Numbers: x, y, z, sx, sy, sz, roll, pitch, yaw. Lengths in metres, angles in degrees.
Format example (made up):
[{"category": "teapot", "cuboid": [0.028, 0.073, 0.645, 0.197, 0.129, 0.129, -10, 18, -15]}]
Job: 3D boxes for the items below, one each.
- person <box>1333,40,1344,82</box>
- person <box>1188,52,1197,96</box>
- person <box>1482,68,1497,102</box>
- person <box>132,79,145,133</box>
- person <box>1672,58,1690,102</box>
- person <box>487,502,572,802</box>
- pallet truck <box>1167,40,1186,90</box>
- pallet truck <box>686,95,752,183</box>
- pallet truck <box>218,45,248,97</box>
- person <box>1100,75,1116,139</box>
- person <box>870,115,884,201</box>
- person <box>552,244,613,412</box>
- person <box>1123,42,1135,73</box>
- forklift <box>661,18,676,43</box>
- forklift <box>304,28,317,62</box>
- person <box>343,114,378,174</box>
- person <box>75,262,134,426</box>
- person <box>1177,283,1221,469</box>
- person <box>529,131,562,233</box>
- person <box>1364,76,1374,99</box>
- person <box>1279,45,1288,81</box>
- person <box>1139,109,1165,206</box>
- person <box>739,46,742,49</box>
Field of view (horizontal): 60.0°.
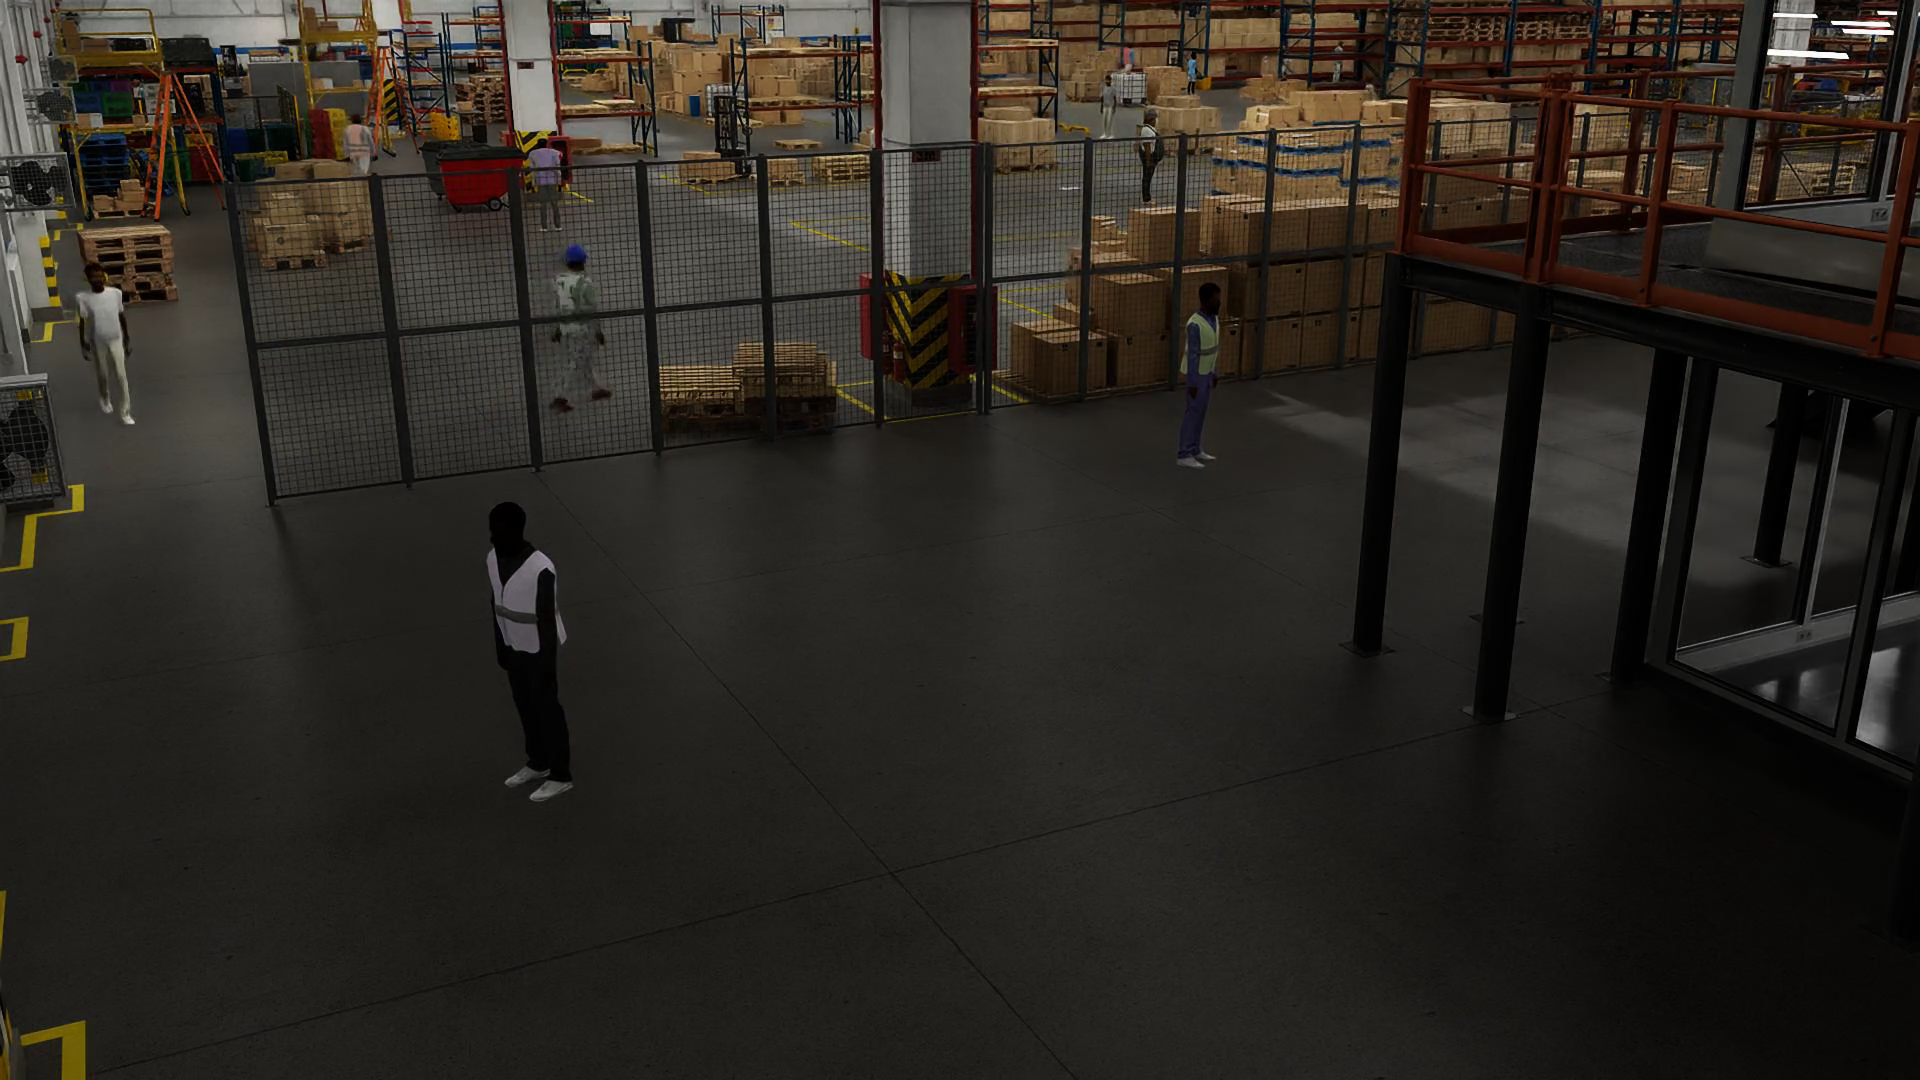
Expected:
[{"category": "person", "cuboid": [16.250, -20.446, 71.363, 0.353, 1.936, 0.635, -4, 19, -12]}, {"category": "person", "cuboid": [9.246, -18.497, 66.075, 0.319, 1.697, 0.532, -10, 21, -27]}, {"category": "person", "cuboid": [16.696, -13.943, 52.525, 0.632, 1.920, 0.567, -7, 20, -20]}, {"category": "person", "cuboid": [-25.374, -13.405, 51.418, 0.522, 1.631, 0.324, 6, 20, 17]}, {"category": "person", "cuboid": [27.305, -17.368, 62.855, 0.743, 1.656, 0.593, -10, 22, -28]}, {"category": "person", "cuboid": [-2.642, 0.665, 10.217, 0.585, 1.911, 0.390, 15, 24, 37]}, {"category": "pallet truck", "cuboid": [9.045, -19.971, 69.895, 0.823, 1.965, 1.885, -3, 19, -8]}, {"category": "pallet truck", "cuboid": [-5.836, -9.608, 39.856, 0.823, 1.965, 1.885, 10, 22, 27]}, {"category": "pallet truck", "cuboid": [-28.879, -18.665, 66.111, 0.823, 1.965, 1.885, -3, 19, -9]}, {"category": "person", "cuboid": [4.428, -12.938, 49.724, 0.533, 1.857, 0.323, 14, 23, 34]}, {"category": "person", "cuboid": [-1.700, -8.296, 36.227, 0.575, 1.882, 0.359, -15, 24, -38]}, {"category": "person", "cuboid": [-4.467, -2.470, 19.317, 0.633, 1.908, 0.989, 14, 23, 35]}, {"category": "person", "cuboid": [7.377, -20.782, 72.566, 0.975, 1.793, 0.649, -8, 21, -23]}, {"category": "forklift", "cuboid": [-12.505, -21.065, 71.733, 1.873, 2.768, 1.129, -9, 21, -25]}, {"category": "forklift", "cuboid": [-23.502, -17.147, 60.375, 1.873, 2.768, 1.129, -9, 21, -25]}, {"category": "person", "cuboid": [-13.414, -8.654, 37.376, 0.640, 1.801, 0.899, 3, 19, 8]}, {"category": "person", "cuboid": [-9.660, -2.250, 18.779, 0.524, 1.844, 0.843, -13, 23, -33]}, {"category": "person", "cuboid": [2.451, -1.688, 17.029, 0.383, 1.912, 0.591, 10, 21, 27]}, {"category": "person", "cuboid": [-8.010, -6.921, 32.185, 0.584, 1.919, 0.375, -7, 20, -19]}, {"category": "person", "cuboid": [13.119, -14.026, 53.245, 0.730, 1.612, 0.516, 16, 25, 38]}, {"category": "person", "cuboid": [12.919, -18.838, 66.707, 0.376, 1.934, 0.547, -8, 21, -22]}, {"category": "person", "cuboid": [4.137, -8.254, 35.864, 0.537, 2.000, 0.682, 3, 19, 8]}, {"category": "person", "cuboid": [-9.883, -21.039, 73.108, 0.649, 1.922, 0.557, -3, 19, -10]}]
